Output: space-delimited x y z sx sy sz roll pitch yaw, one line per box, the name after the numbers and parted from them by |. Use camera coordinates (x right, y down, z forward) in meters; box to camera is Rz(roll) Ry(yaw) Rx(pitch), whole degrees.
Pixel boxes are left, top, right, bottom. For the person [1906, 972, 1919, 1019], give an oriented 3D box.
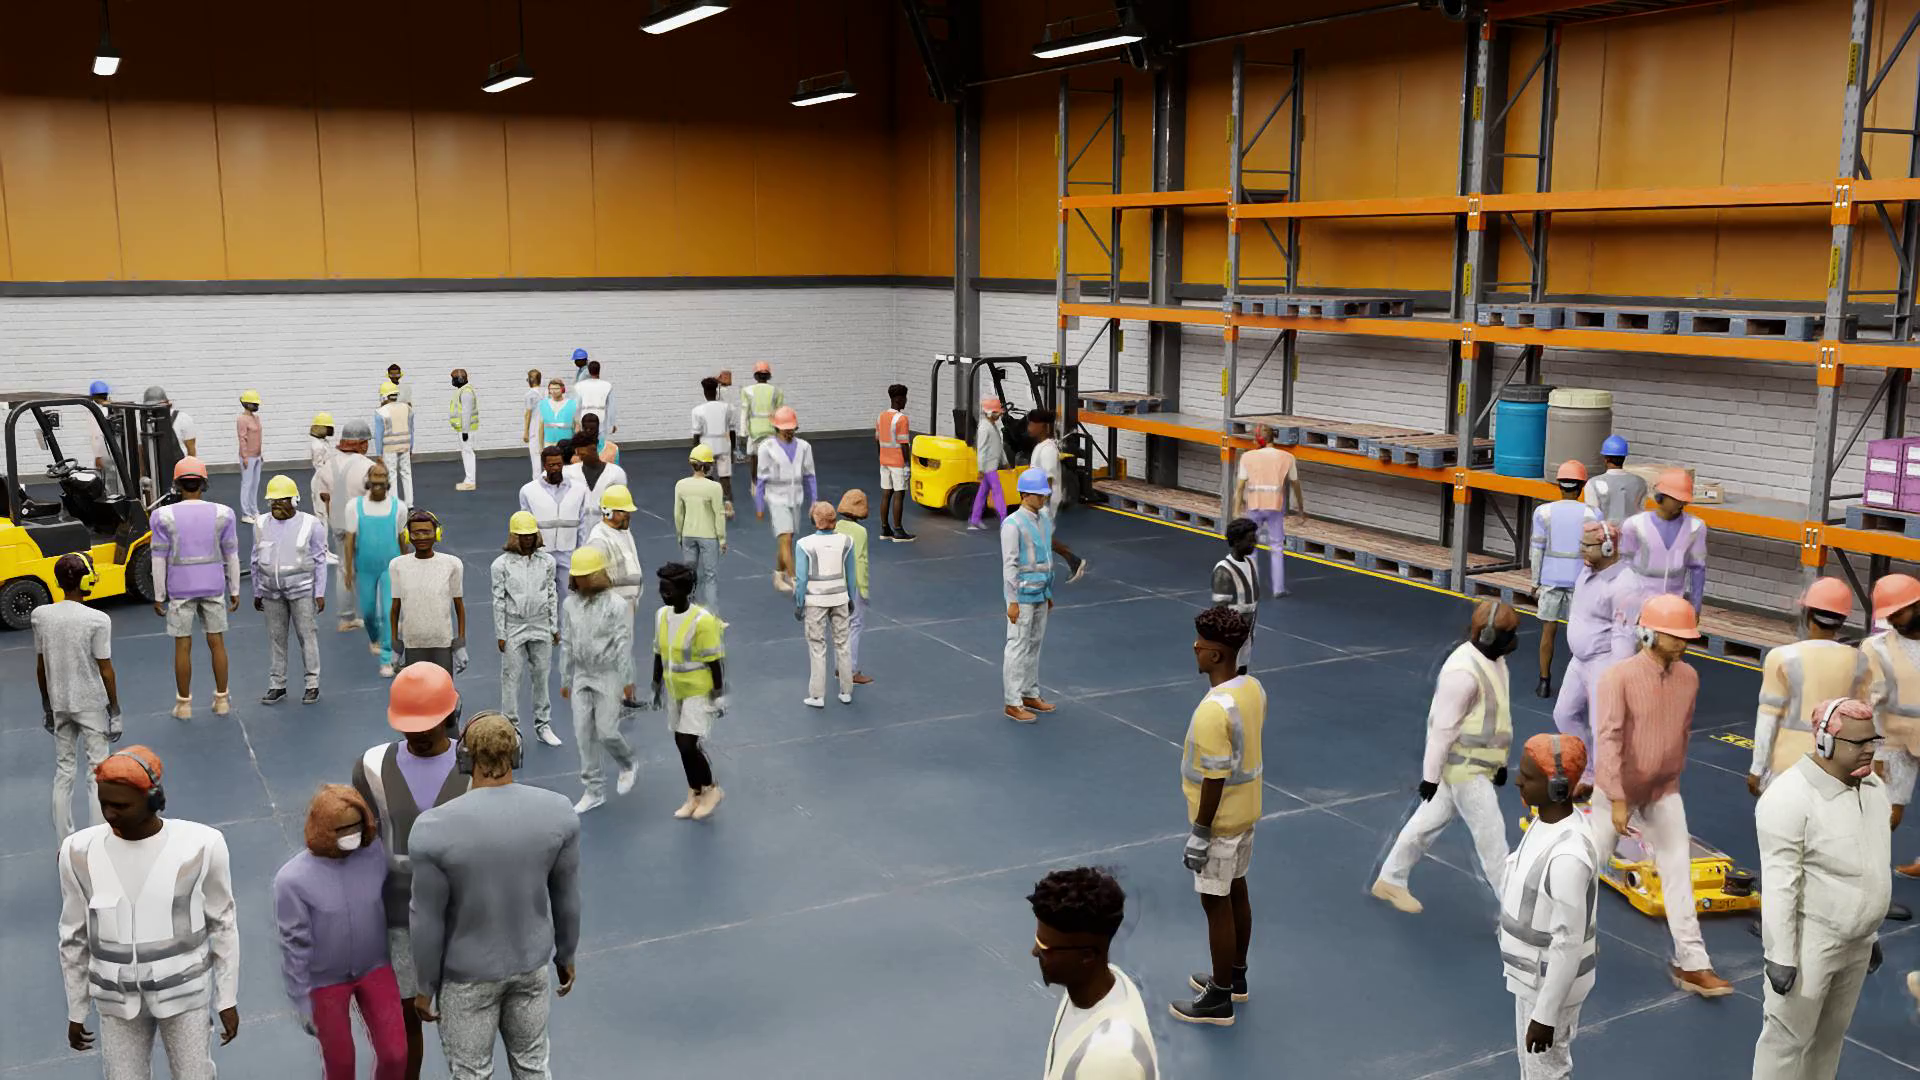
4.649 1.400 7.319 0.607 1.865 0.573 6 11 31 | person

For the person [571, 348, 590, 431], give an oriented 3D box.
-6.419 -2.301 28.406 0.412 1.938 0.610 -6 12 -33 | person

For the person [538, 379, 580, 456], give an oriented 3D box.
-5.537 -1.318 23.012 0.571 1.843 0.373 0 10 0 | person

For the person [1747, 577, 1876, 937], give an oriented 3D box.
4.385 1.152 8.607 0.583 1.915 0.397 1 10 3 | person

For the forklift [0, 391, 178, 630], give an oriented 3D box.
-9.026 -0.363 16.508 1.214 2.155 2.313 6 11 29 | forklift

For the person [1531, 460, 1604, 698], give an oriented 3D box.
4.857 0.322 13.334 0.543 1.928 0.373 5 11 25 | person

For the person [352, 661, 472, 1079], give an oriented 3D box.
-2.049 1.458 6.495 0.605 2.034 0.391 -2 10 -10 | person

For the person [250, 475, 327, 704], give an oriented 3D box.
-5.323 0.395 13.180 0.588 1.835 0.403 0 10 0 | person

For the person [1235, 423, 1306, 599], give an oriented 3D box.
3.208 -0.277 17.101 0.747 1.826 0.455 1 10 8 | person

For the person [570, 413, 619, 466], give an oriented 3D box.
-3.874 -0.397 17.543 0.587 1.910 0.397 -3 10 -17 | person

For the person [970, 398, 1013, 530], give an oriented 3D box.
0.469 -0.957 21.290 0.773 1.716 0.570 2 10 12 | person

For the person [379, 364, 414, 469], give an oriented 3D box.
-8.719 -1.796 25.736 0.509 1.860 0.334 -3 10 -15 | person

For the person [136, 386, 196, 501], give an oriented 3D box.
-9.410 -0.840 19.700 0.717 2.000 0.535 0 10 -1 | person

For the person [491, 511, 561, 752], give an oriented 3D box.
-3.110 0.652 11.969 0.487 1.744 0.294 -8 12 -37 | person

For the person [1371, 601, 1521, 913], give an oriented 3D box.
2.693 1.185 8.814 1.058 1.774 0.642 5 11 28 | person

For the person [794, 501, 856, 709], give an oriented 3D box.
-1.056 0.508 13.099 0.523 1.636 0.310 -5 11 -28 | person

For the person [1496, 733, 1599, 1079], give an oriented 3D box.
2.115 1.611 6.054 0.355 1.879 0.576 2 10 11 | person

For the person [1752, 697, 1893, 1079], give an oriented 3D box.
3.338 1.536 6.405 0.643 1.909 0.410 -6 11 -30 | person

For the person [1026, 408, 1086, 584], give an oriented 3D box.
0.954 -0.434 17.629 0.618 1.946 0.634 -2 10 -9 | person

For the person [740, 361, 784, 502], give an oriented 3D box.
-2.868 -1.578 24.019 0.651 2.006 0.933 -2 10 -12 | person

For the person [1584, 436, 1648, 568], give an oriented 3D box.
5.827 0.041 14.893 0.608 1.946 0.406 -2 10 -10 | person

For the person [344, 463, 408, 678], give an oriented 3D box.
-4.967 0.229 14.198 0.548 1.819 0.725 -3 10 -17 | person

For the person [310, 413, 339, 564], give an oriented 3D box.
-7.320 -0.601 19.184 0.314 1.741 0.487 -3 10 -14 | person

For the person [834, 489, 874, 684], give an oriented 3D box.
-0.898 0.386 13.844 0.273 1.629 0.500 -5 11 -28 | person

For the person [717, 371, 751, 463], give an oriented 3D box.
-3.986 -2.051 27.997 0.900 1.581 0.486 -1 10 -7 | person

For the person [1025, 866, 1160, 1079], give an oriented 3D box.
0.235 1.837 4.592 0.913 1.927 0.638 0 10 -2 | person

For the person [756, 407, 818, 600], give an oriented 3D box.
-1.727 -0.378 17.188 0.623 1.985 1.016 -7 12 -37 | person

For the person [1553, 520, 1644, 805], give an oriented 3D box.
4.065 0.810 10.617 0.412 1.894 0.693 -1 10 -4 | person

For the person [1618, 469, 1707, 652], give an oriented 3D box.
5.265 0.423 12.628 0.662 1.987 1.062 1 10 4 | person

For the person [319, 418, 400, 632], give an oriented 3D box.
-5.617 -0.136 15.645 0.688 2.000 0.536 4 11 24 | person

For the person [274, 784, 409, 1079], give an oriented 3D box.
-2.339 1.691 6.378 0.513 1.614 0.357 -8 12 -37 | person

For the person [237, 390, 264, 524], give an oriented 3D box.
-9.353 -1.103 22.008 0.329 1.765 0.533 0 10 0 | person

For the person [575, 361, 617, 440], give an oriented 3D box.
-5.626 -1.825 25.790 0.588 1.892 0.749 0 10 2 | person

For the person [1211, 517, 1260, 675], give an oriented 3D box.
1.984 0.666 12.035 0.321 1.689 0.545 7 12 36 | person

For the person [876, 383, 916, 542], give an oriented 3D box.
-0.797 -0.962 20.621 0.366 1.962 0.614 -7 12 -36 | person

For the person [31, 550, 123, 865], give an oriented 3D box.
-5.128 0.990 9.702 0.510 1.860 0.324 1 10 8 | person

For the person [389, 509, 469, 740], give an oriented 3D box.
-3.584 0.718 11.210 0.524 1.876 0.325 -2 10 -9 | person

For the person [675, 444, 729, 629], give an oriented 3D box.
-2.447 -0.025 15.796 0.533 1.767 0.327 4 11 22 | person

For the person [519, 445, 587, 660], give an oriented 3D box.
-3.534 0.121 14.519 0.590 1.919 0.397 -6 12 -32 | person

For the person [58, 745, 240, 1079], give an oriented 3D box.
-2.866 1.632 5.907 0.584 1.884 0.337 -2 10 -9 | person

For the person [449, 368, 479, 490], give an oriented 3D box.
-7.476 -1.669 25.085 0.429 1.833 0.634 -4 10 -20 | person

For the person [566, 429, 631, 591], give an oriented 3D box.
-3.422 -0.100 15.759 0.641 1.936 0.451 1 10 6 | person

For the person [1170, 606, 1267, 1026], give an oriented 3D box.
1.209 1.273 7.749 0.368 1.966 0.602 5 11 27 | person

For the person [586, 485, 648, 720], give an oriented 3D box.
-2.642 0.473 12.788 0.403 1.819 0.602 1 10 8 | person

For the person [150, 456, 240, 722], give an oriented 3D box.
-5.858 0.372 12.768 0.612 2.030 0.409 -7 12 -34 | person

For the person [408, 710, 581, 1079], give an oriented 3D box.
-1.699 1.576 6.134 0.637 1.928 0.387 -7 12 -35 | person

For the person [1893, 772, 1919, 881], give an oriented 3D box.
5.540 1.030 9.285 0.386 1.928 0.633 -1 10 -5 | person

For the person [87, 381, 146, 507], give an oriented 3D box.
-11.159 -1.149 21.941 1.027 1.891 0.651 4 11 24 | person

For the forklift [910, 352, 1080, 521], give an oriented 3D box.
0.460 -1.461 22.833 2.313 2.155 1.214 -5 11 -28 | forklift

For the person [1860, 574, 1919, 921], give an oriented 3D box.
5.143 1.114 8.919 0.631 1.877 0.382 3 10 18 | person

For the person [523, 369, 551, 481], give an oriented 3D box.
-6.303 -1.633 24.874 0.343 1.835 0.501 5 11 25 | person

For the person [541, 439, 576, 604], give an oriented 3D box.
-4.001 -0.190 16.972 0.530 1.689 0.321 -4 11 -23 | person

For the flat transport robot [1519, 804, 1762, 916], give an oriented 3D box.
3.895 1.794 9.624 0.652 0.197 1.431 -2 10 -10 | flat transport robot

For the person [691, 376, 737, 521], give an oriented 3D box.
-3.229 -1.186 21.970 0.622 1.943 0.711 -4 10 -19 | person

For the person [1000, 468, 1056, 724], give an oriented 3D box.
0.534 0.414 12.746 0.394 1.945 0.618 6 11 31 | person

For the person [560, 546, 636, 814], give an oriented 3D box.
-2.310 0.877 10.672 0.497 1.729 0.438 5 11 25 | person

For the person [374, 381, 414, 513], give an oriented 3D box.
-7.722 -1.249 22.696 0.404 1.824 0.585 8 13 39 | person

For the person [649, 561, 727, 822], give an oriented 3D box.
-1.703 0.955 10.399 0.570 1.679 0.387 8 13 39 | person

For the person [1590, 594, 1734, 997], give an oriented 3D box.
3.364 1.212 8.206 0.629 1.941 1.045 -3 10 -17 | person
